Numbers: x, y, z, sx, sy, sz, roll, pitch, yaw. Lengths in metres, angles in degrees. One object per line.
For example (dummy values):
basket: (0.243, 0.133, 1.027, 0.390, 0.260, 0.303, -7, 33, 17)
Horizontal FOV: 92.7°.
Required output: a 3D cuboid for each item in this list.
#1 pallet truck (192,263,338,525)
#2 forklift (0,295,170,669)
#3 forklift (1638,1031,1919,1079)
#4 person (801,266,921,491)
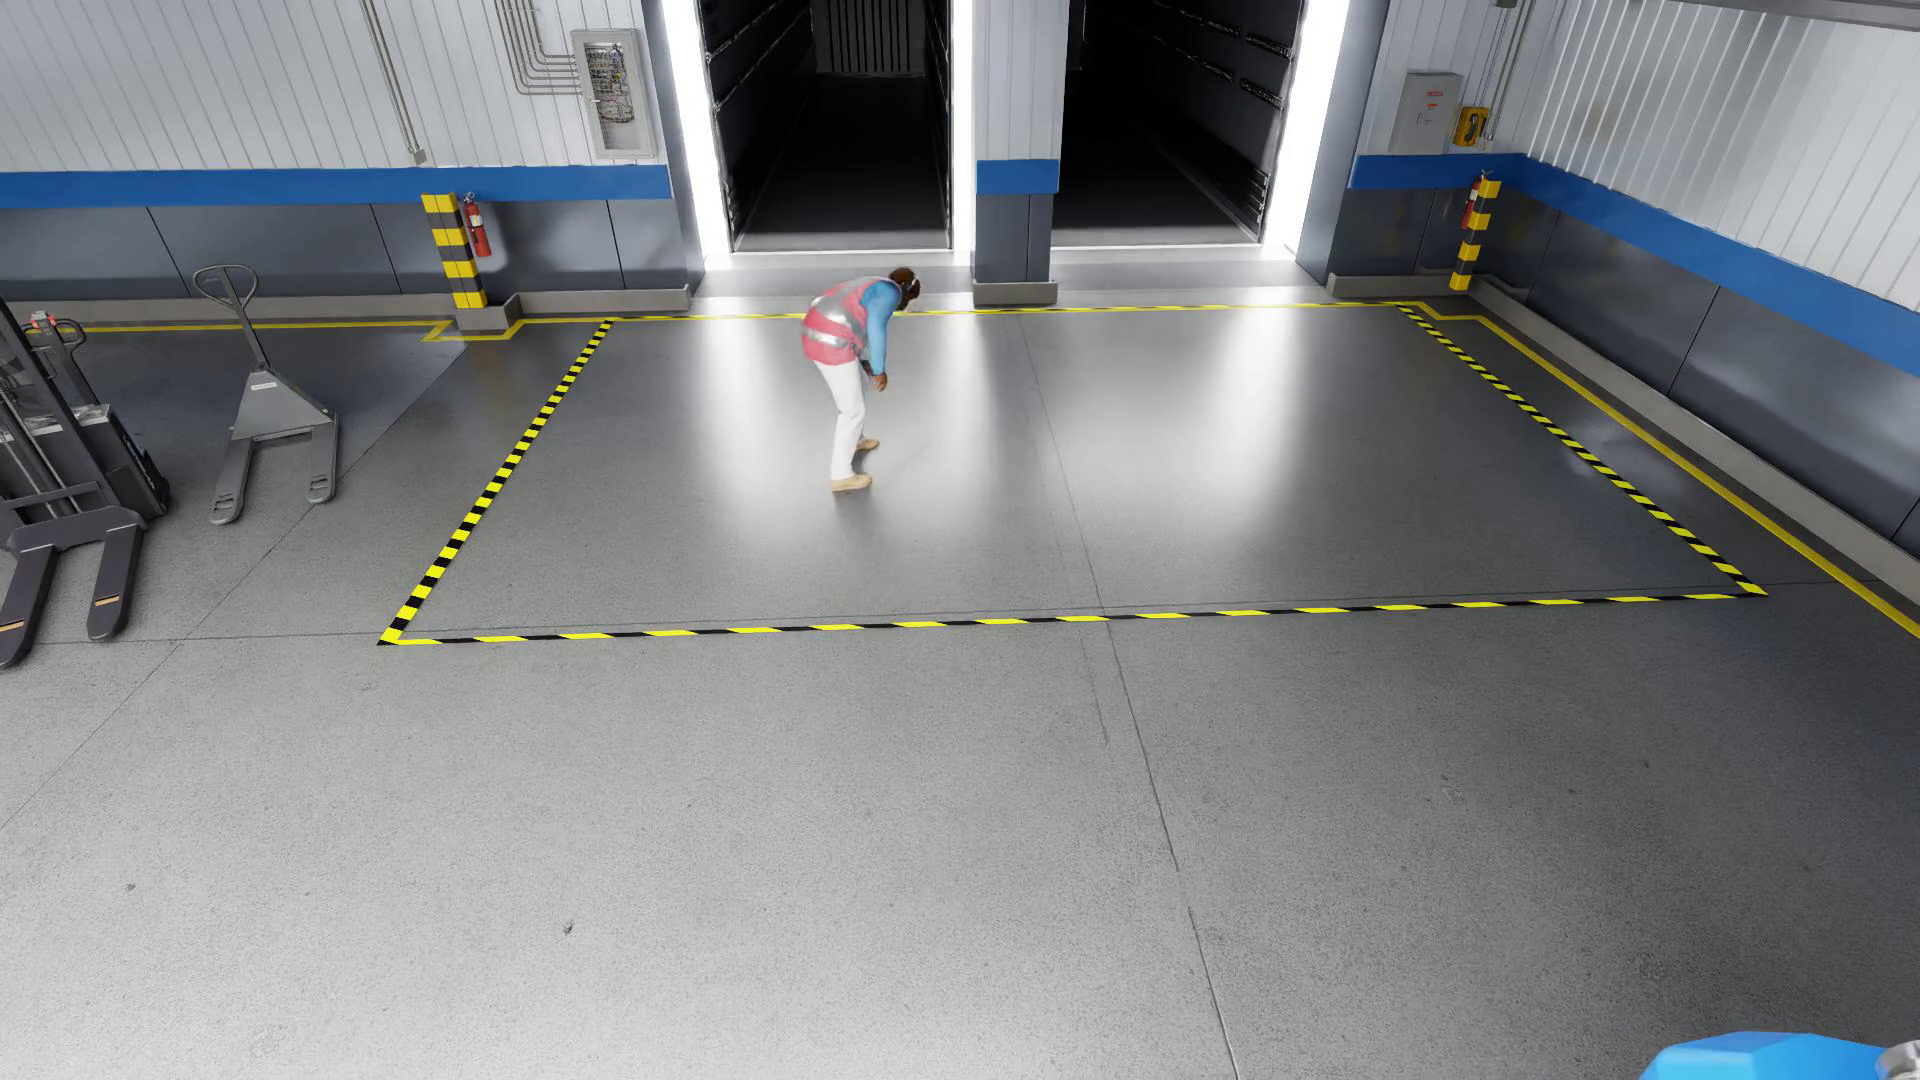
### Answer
pallet truck: (-4.778, -1.027, 6.128, 0.680, 1.201, 1.601, -17, 38, -23)
forklift: (-5.212, -0.618, 4.878, 0.823, 1.965, 1.885, -20, 39, -26)
forklift: (2.856, 1.540, 1.466, 2.680, 2.036, 1.157, 11, 36, 16)
person: (-0.619, -1.150, 6.252, 0.887, 1.334, 0.889, -12, 37, -17)
